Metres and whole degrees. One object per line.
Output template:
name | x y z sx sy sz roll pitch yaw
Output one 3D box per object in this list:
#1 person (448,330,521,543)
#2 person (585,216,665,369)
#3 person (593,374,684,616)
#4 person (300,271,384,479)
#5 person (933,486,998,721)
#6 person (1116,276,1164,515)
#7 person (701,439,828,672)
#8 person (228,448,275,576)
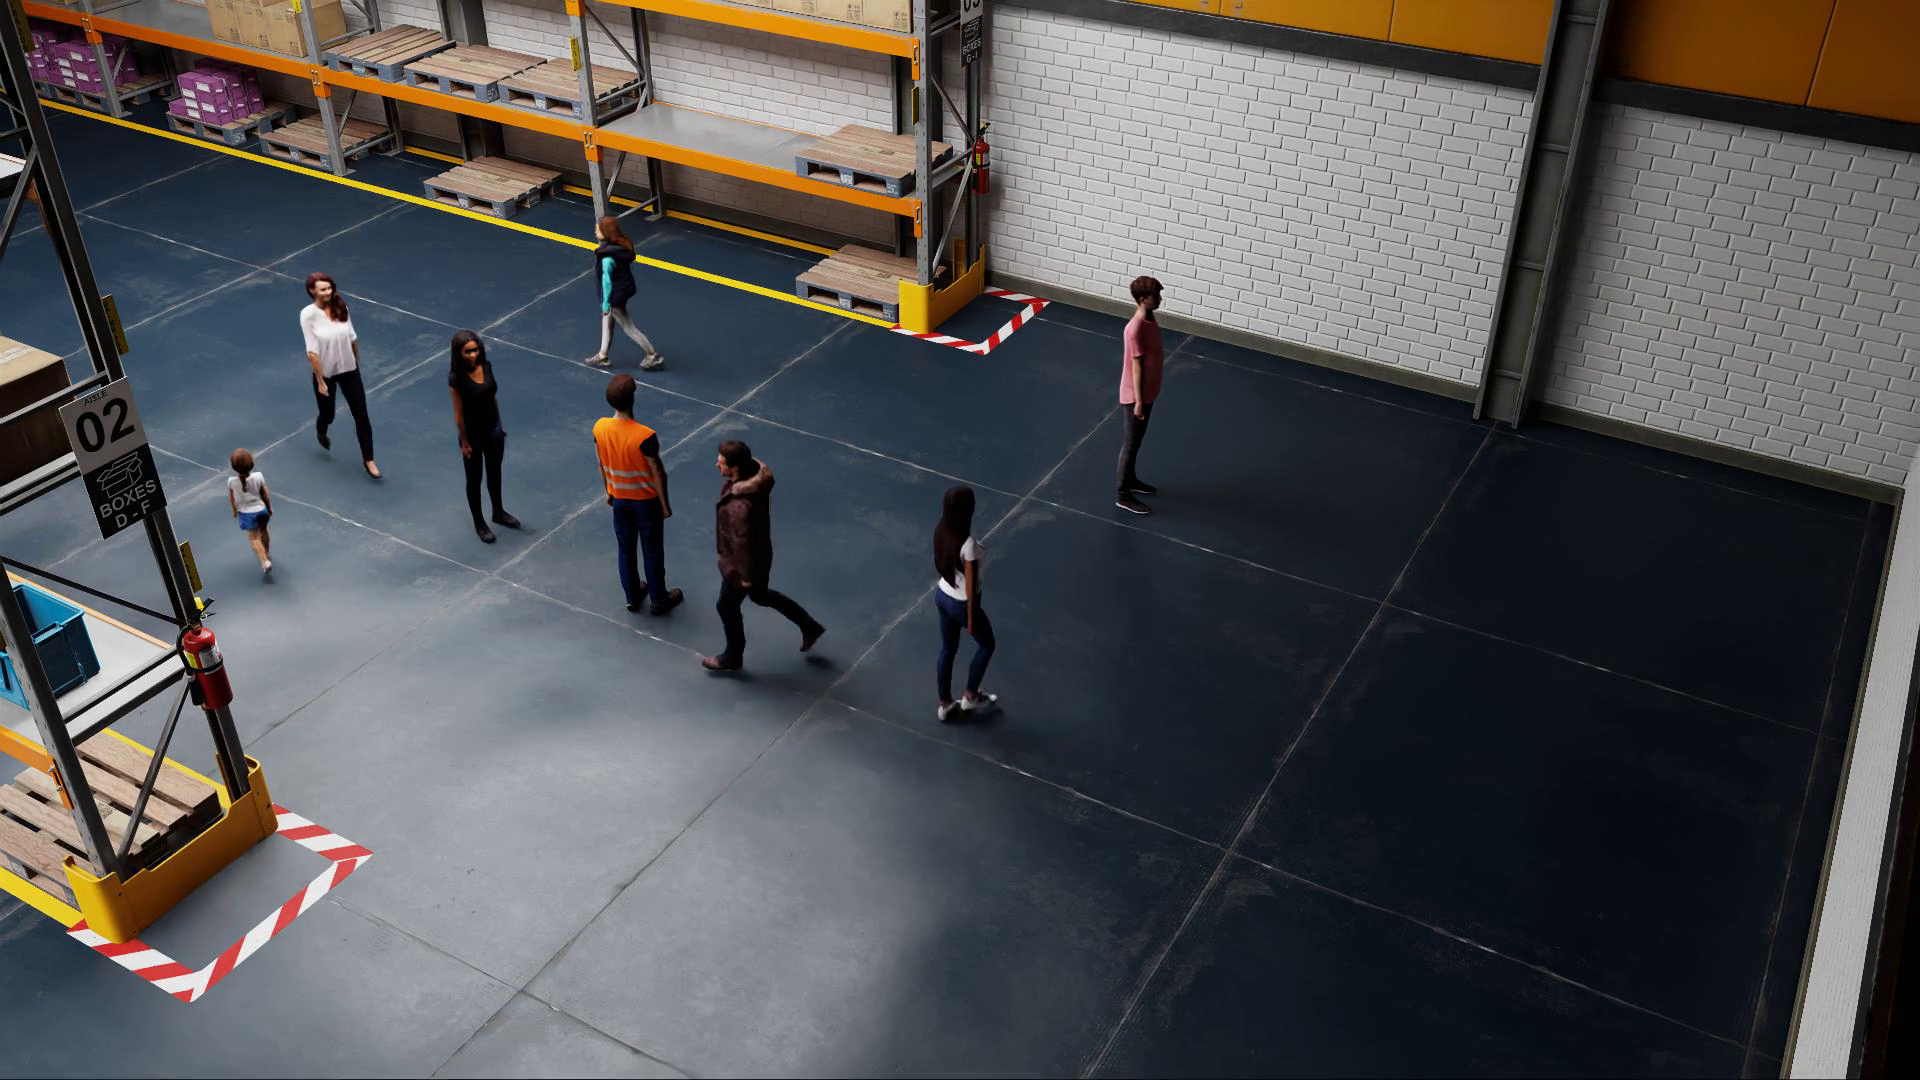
person | -3.672 -0.822 12.724 0.553 1.737 0.581 21 39 28
person | -3.040 -2.197 15.037 1.050 1.466 0.875 0 34 0
person | -2.310 -0.312 11.818 0.626 1.892 0.776 11 35 16
person | -5.104 -1.340 13.474 1.115 1.769 0.791 28 43 36
person | -0.076 0.457 10.777 0.802 1.762 0.724 -20 38 -27
person | 1.394 -1.161 13.034 0.636 1.958 0.674 8 35 13
person | -1.357 0.111 11.246 1.250 1.819 1.078 0 34 1
person | -5.305 -0.208 12.461 0.589 1.005 0.752 -21 39 -28
